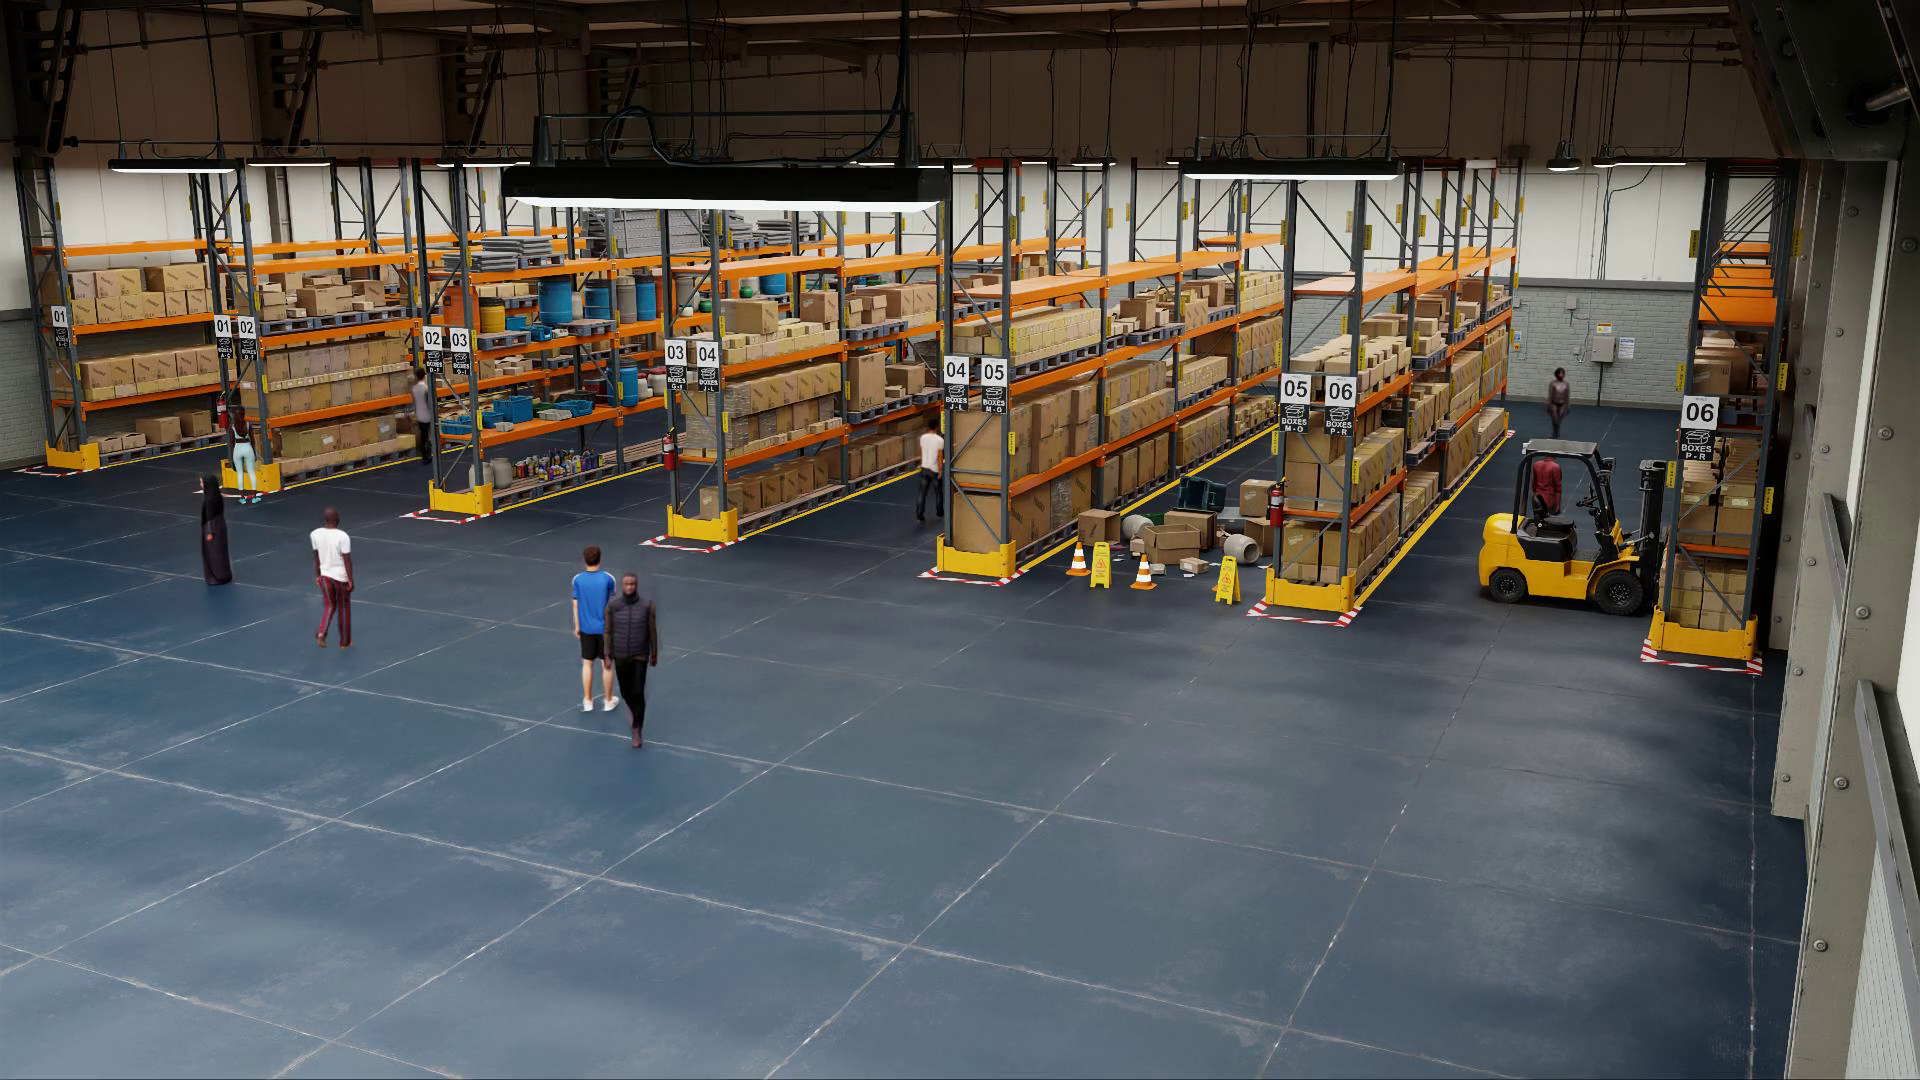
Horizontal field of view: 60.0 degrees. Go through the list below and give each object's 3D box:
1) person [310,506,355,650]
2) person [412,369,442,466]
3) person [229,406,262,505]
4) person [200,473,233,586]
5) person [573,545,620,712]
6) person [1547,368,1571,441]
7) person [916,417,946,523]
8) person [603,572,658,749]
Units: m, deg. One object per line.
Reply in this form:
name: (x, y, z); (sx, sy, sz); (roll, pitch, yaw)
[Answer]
person: (-7.781, 0.504, 20.555); (0.805, 1.819, 0.945); (2, 13, 9)
person: (-10.679, -2.430, 33.025); (0.771, 1.910, 0.623); (7, 15, 26)
person: (-12.708, -1.516, 29.492); (0.652, 1.724, 0.710); (-4, 14, -18)
person: (-10.722, -0.168, 23.923); (0.776, 1.610, 0.699); (-3, 13, -11)
person: (-4.045, 0.970, 18.446); (0.734, 1.864, 0.735); (0, 13, 0)
person: (12.557, -2.751, 34.950); (0.829, 1.666, 1.183); (1, 13, 6)
person: (-0.532, -1.125, 27.730); (0.681, 1.756, 1.168); (5, 14, 22)
person: (-3.451, 1.216, 17.497); (1.050, 1.811, 1.252); (-1, 13, -3)
